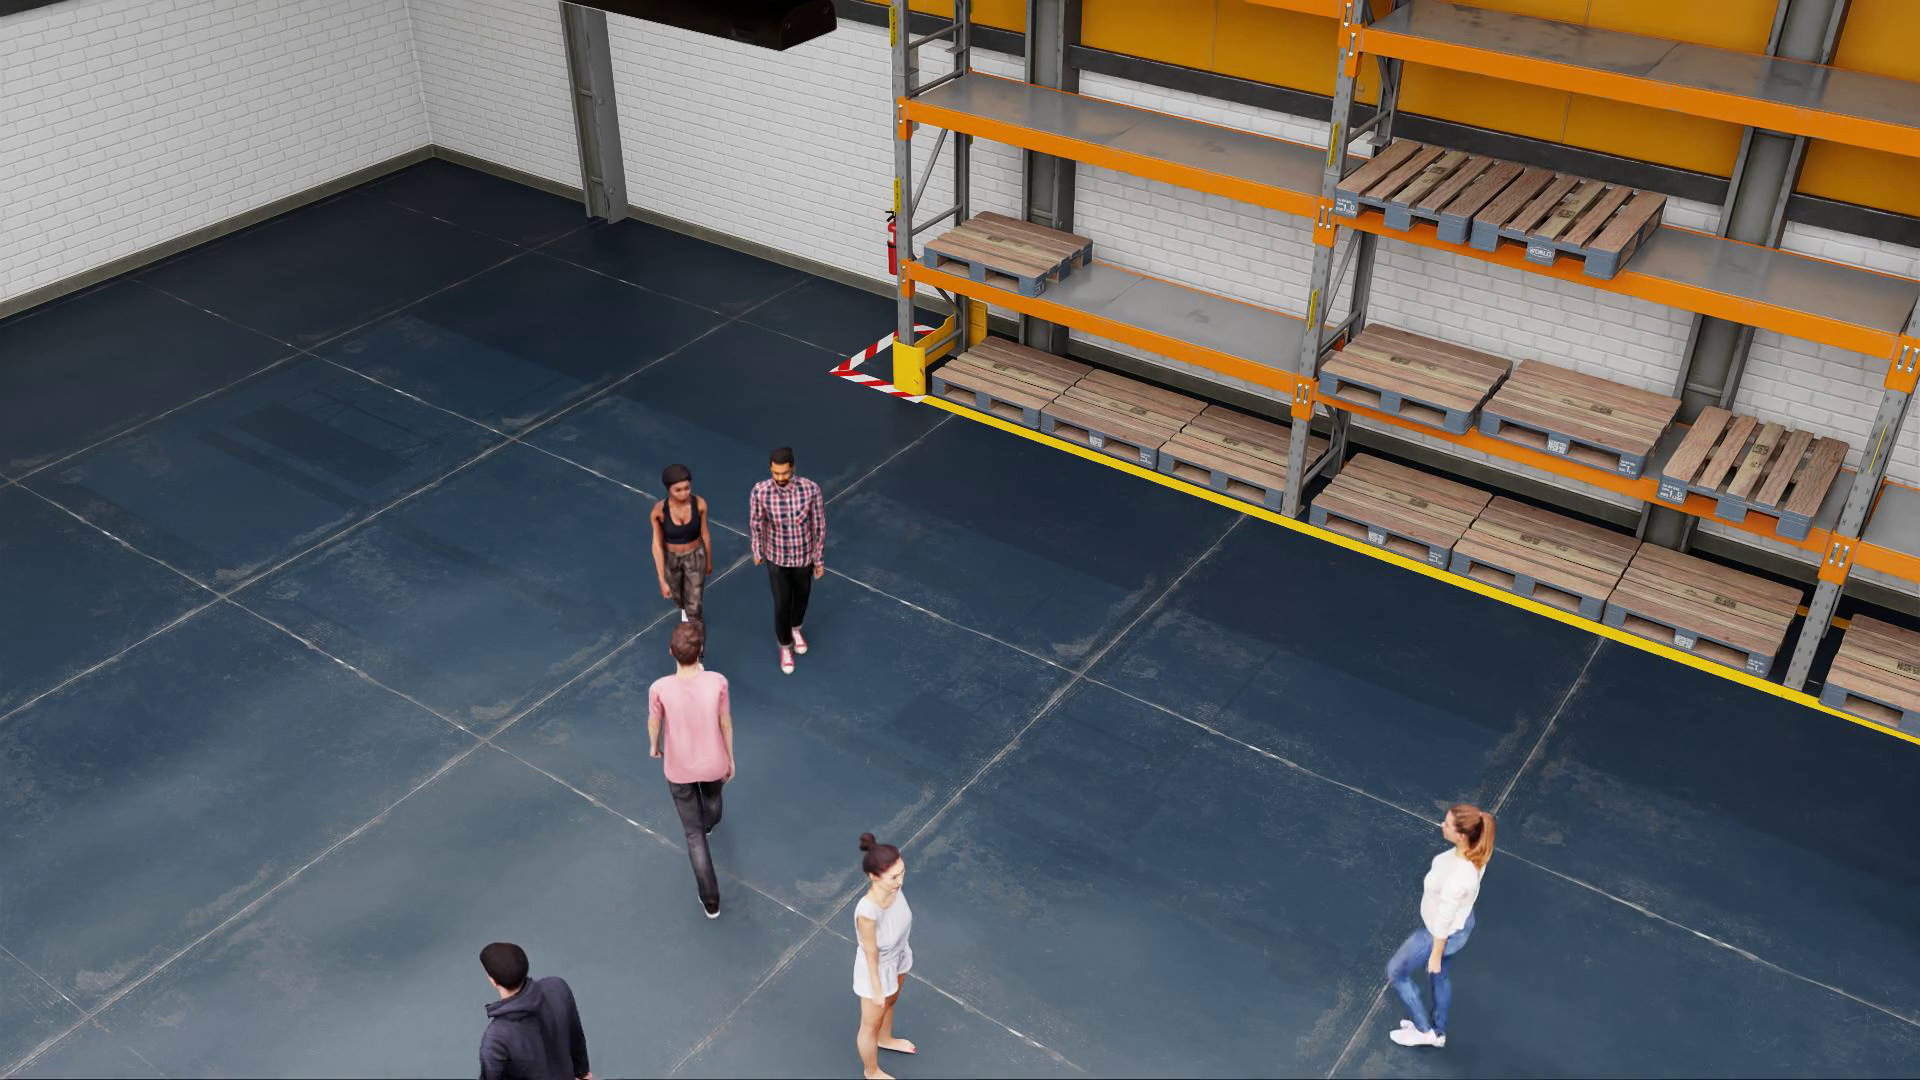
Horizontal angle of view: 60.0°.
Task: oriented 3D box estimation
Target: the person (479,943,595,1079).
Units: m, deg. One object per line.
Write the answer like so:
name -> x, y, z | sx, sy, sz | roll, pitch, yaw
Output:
person -> -1.918, 2.703, 7.919 | 1.174, 1.842, 0.790 | 15, 37, 22

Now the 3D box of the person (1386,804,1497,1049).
person -> 2.664, 2.130, 8.901 | 0.583, 1.711, 0.635 | 21, 39, 28

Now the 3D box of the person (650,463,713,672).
person -> -1.992, 0.145, 11.938 | 1.069, 1.653, 1.156 | -6, 34, -9

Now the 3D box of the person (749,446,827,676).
person -> -1.232, 0.054, 11.997 | 0.892, 1.740, 0.952 | -8, 34, -11

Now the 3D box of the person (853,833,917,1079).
person -> -0.416, 2.223, 8.828 | 0.585, 1.636, 0.614 | 11, 35, 17

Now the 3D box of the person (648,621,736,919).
person -> -1.550, 1.402, 9.817 | 1.075, 1.909, 1.265 | -12, 35, -17
